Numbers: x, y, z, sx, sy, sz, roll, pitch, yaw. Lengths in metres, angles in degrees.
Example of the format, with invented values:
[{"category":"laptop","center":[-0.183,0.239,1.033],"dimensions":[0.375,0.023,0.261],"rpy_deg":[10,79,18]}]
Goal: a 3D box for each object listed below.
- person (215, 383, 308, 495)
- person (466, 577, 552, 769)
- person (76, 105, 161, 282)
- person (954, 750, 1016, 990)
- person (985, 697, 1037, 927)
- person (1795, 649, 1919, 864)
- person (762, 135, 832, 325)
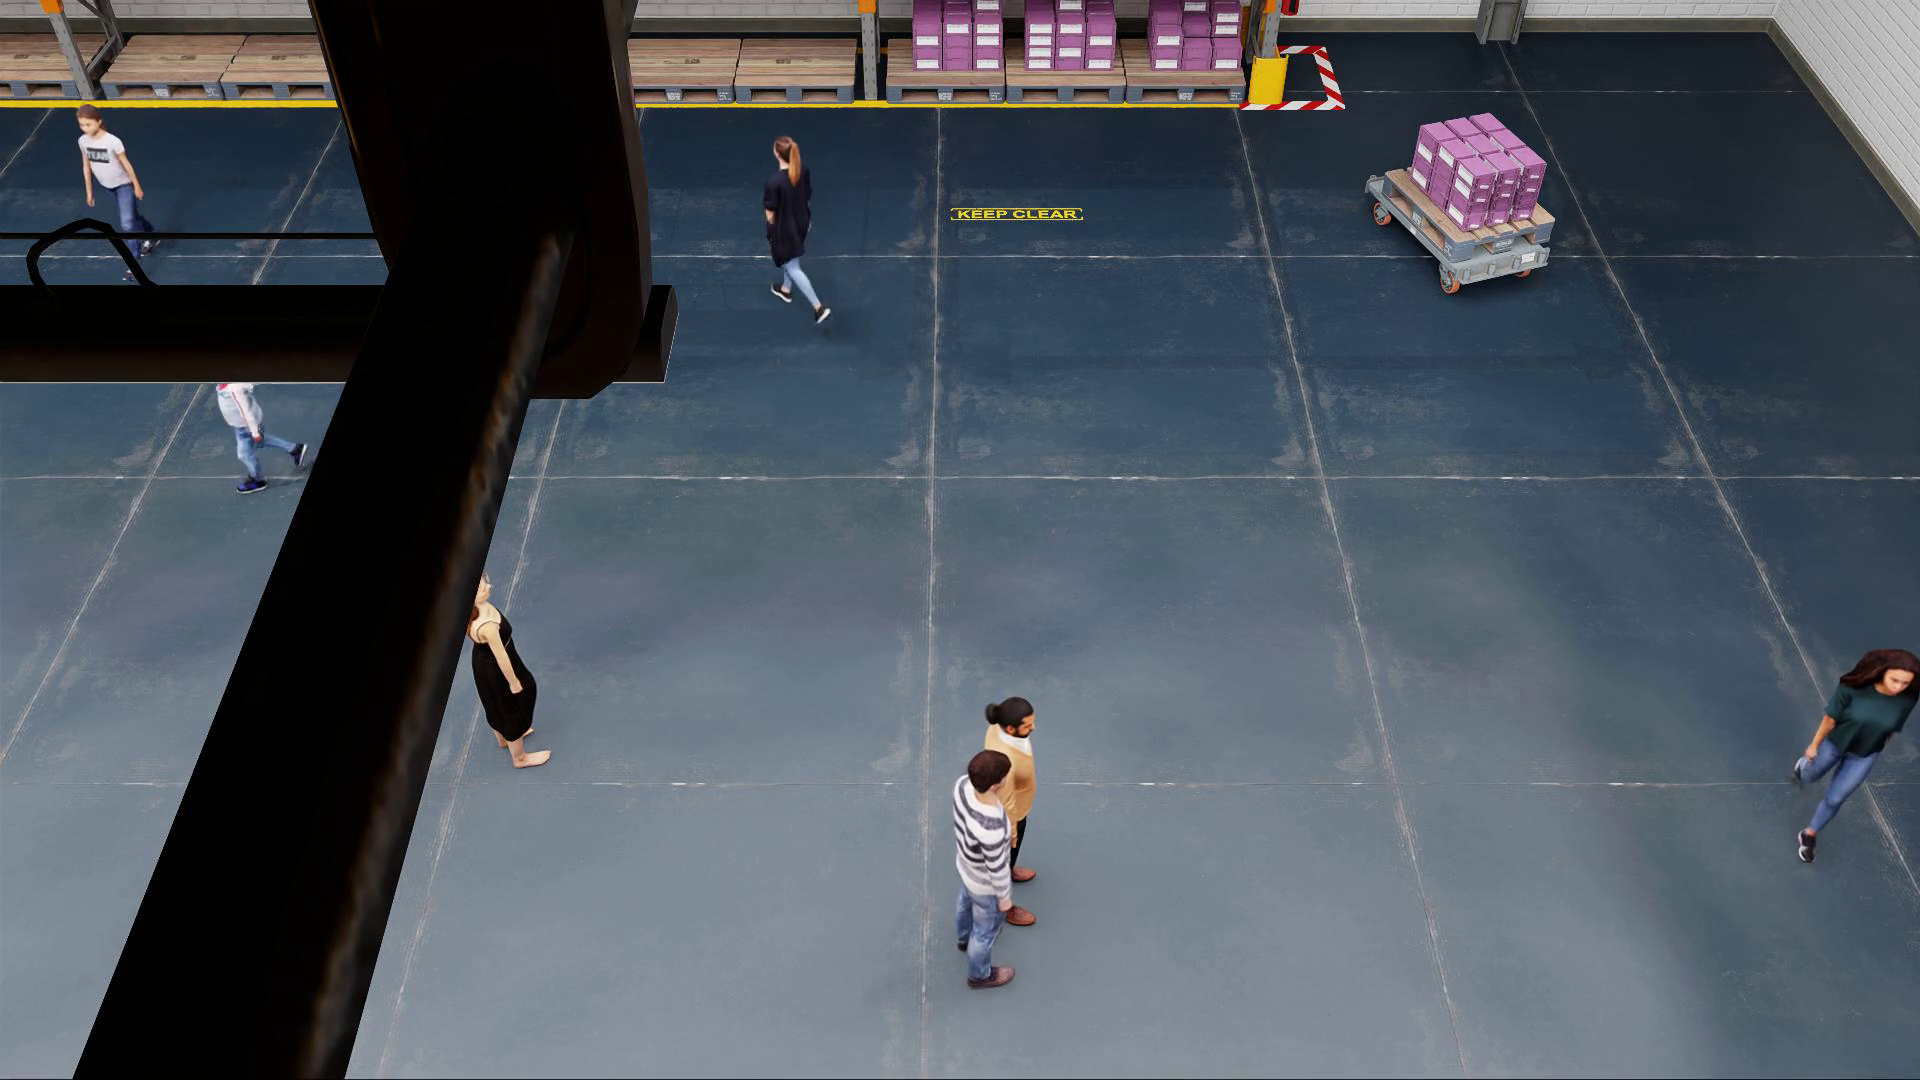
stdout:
[{"category":"person","center":[-5.239,-0.914,12.322],"dimensions":[0.856,1.246,0.665],"rpy_deg":[-18,46,-18]},{"category":"person","center":[-2.875,0.785,10.264],"dimensions":[0.720,1.625,0.675],"rpy_deg":[-26,49,-25]},{"category":"person","center":[-7.274,-3.112,14.426],"dimensions":[0.958,1.526,0.741],"rpy_deg":[9,44,9]},{"category":"person","center":[0.112,1.799,9.037],"dimensions":[0.658,1.849,0.716],"rpy_deg":[-13,45,-14]},{"category":"person","center":[0.262,1.503,9.418],"dimensions":[0.586,1.751,0.658],"rpy_deg":[2,44,2]},{"category":"person","center":[5.262,1.175,9.873],"dimensions":[0.975,1.599,0.885],"rpy_deg":[16,46,16]},{"category":"person","center":[-1.350,-2.537,13.726],"dimensions":[1.069,1.660,1.111],"rpy_deg":[-33,53,-30]}]
